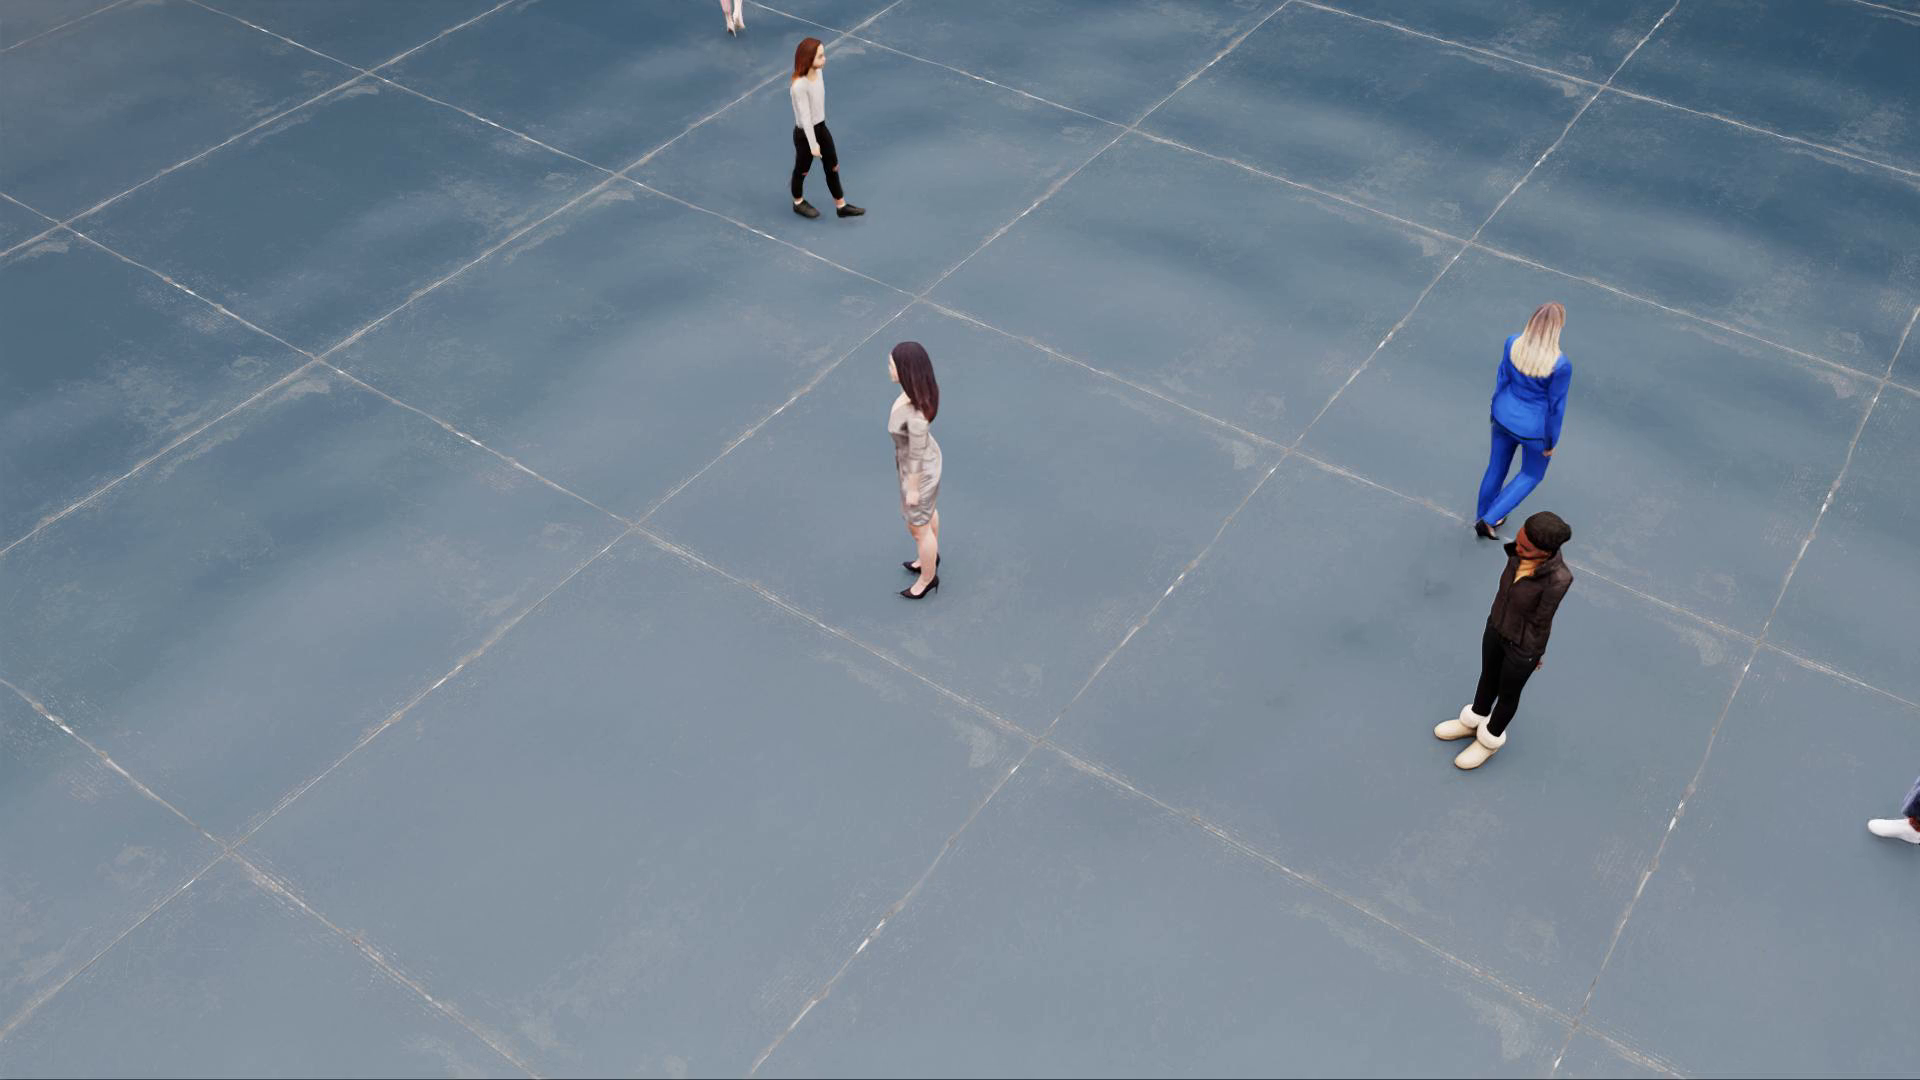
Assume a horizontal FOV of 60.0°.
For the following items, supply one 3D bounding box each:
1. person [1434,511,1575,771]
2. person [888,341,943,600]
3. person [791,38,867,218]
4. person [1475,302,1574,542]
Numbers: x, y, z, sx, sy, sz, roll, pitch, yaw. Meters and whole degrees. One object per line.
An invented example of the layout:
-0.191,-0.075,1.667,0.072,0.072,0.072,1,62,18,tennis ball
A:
2.845,0.481,8.486,0.753,1.660,0.690,-3,43,-3,person
-0.231,-0.384,9.351,0.689,1.743,0.670,1,43,1,person
-1.183,-3.051,12.414,0.857,1.461,0.651,18,46,18,person
3.201,-0.620,9.640,0.785,1.693,0.694,-28,50,-27,person
